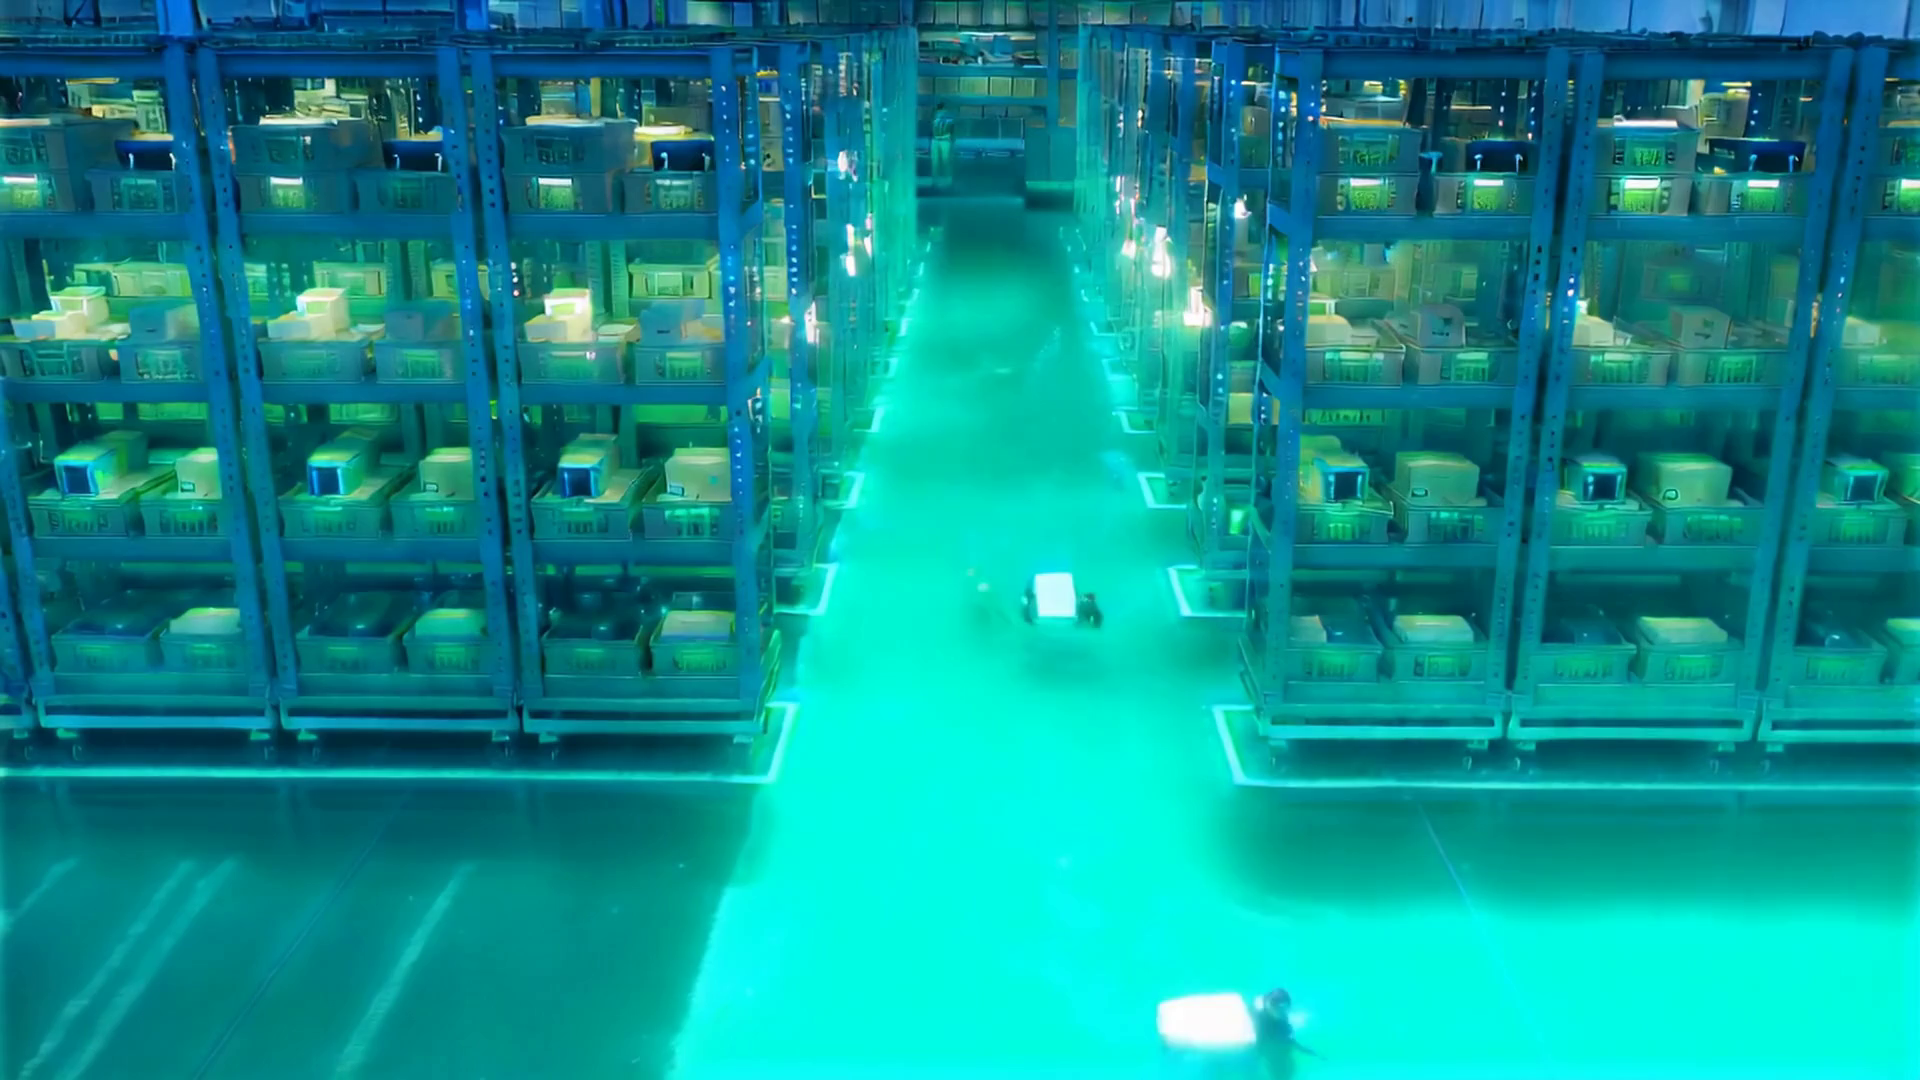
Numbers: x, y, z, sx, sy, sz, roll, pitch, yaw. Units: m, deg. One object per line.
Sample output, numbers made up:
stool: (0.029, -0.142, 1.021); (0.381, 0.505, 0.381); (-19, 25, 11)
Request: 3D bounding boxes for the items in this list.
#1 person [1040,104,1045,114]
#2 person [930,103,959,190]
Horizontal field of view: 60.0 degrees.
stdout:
person: (2.551, -13.022, 50.896); (0.881, 1.806, 0.654); (-2, 17, -5)
person: (-0.354, -8.934, 37.702); (0.615, 1.920, 0.905); (10, 20, 30)
